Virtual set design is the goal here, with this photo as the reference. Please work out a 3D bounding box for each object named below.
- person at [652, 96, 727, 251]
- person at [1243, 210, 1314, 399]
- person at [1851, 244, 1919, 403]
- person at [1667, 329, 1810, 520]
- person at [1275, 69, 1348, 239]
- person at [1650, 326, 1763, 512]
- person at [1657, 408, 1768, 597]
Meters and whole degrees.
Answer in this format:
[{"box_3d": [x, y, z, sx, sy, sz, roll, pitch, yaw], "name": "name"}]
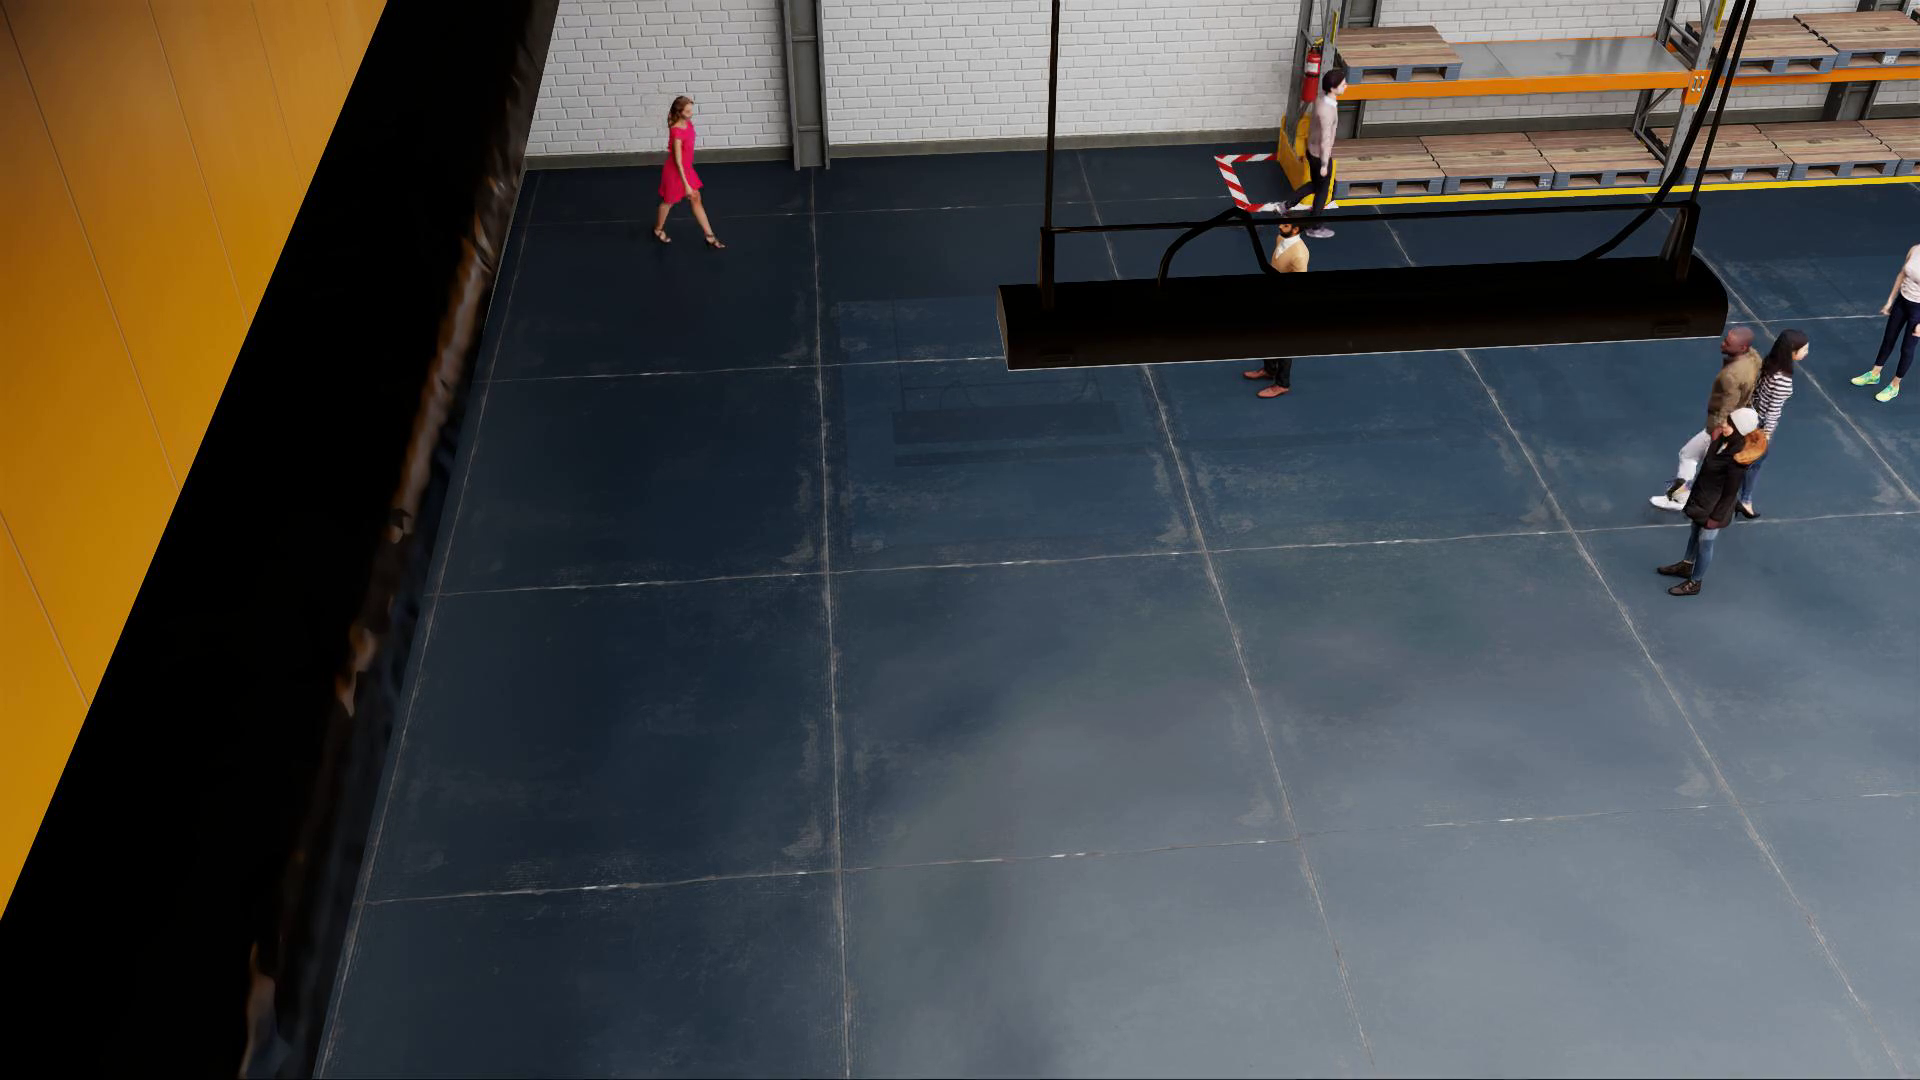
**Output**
[{"box_3d": [-2.875, -3.647, 16.559, 1.133, 1.659, 0.849, 8, 39, 10], "name": "person"}, {"box_3d": [2.820, -2.084, 14.525, 0.637, 1.754, 0.701, -10, 40, -12], "name": "person"}, {"box_3d": [8.303, -2.017, 14.483, 0.623, 1.702, 0.654, -13, 40, -16], "name": "person"}, {"box_3d": [6.119, -0.857, 12.975, 1.093, 1.771, 0.692, 2, 39, 3], "name": "person"}, {"box_3d": [3.559, -3.874, 16.735, 0.896, 1.793, 0.693, 1, 39, 2], "name": "person"}, {"box_3d": [6.006, -0.840, 12.935, 1.065, 1.794, 1.005, 30, 48, 32], "name": "person"}, {"box_3d": [5.611, -0.297, 12.384, 0.651, 1.634, 0.661, 2, 39, 3], "name": "person"}]
